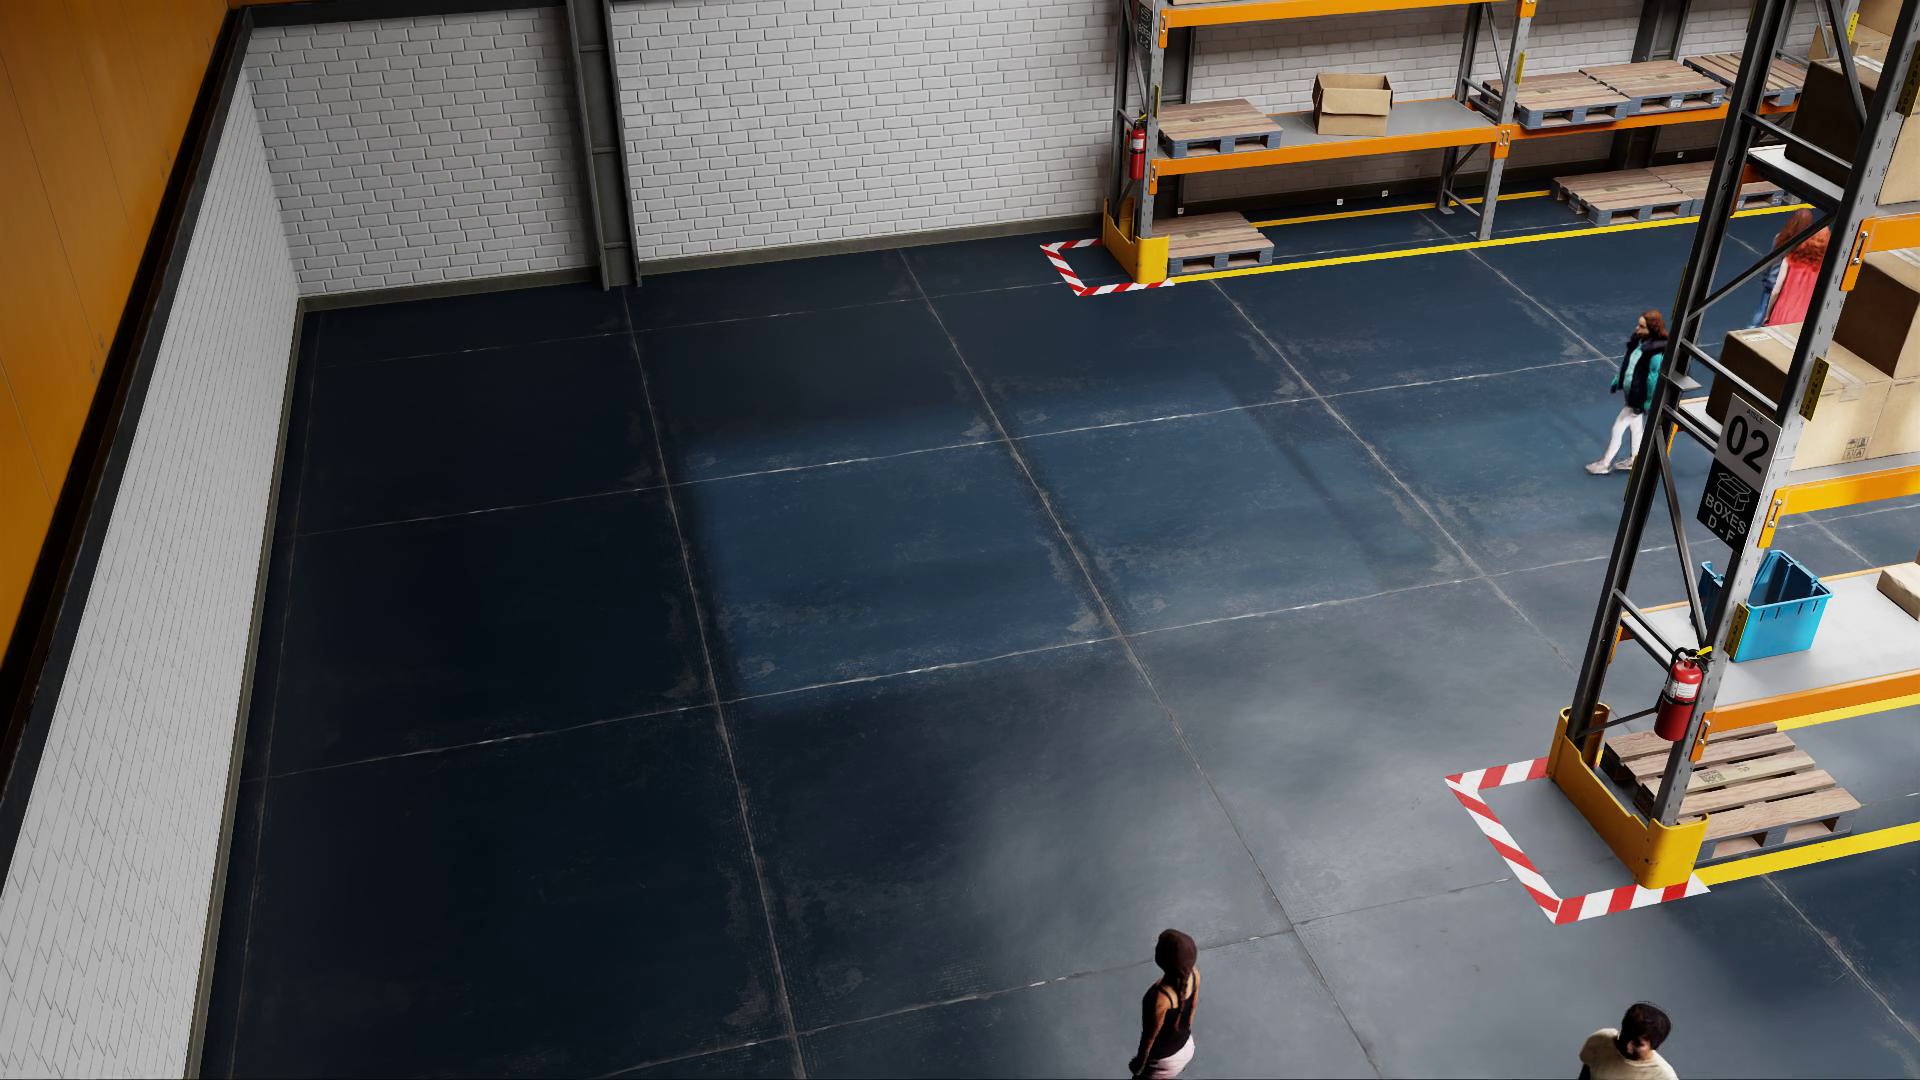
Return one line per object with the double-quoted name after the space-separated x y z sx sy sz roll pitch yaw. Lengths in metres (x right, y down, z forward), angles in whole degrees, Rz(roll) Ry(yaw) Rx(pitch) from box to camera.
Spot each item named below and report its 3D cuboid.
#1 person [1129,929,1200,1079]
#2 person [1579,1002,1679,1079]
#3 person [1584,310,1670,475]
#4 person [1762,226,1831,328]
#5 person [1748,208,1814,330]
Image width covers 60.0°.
1.044 2.540 8.143 0.867 1.550 0.880 26 42 34 "person"
3.047 2.743 7.802 0.628 1.589 0.655 -26 42 -34 "person"
5.715 -1.219 13.859 0.825 1.482 0.689 -1 34 -1 "person"
7.300 -1.917 14.598 0.665 1.828 0.713 20 39 27 "person"
7.704 -2.393 15.648 0.998 1.457 0.830 -27 42 -34 "person"
